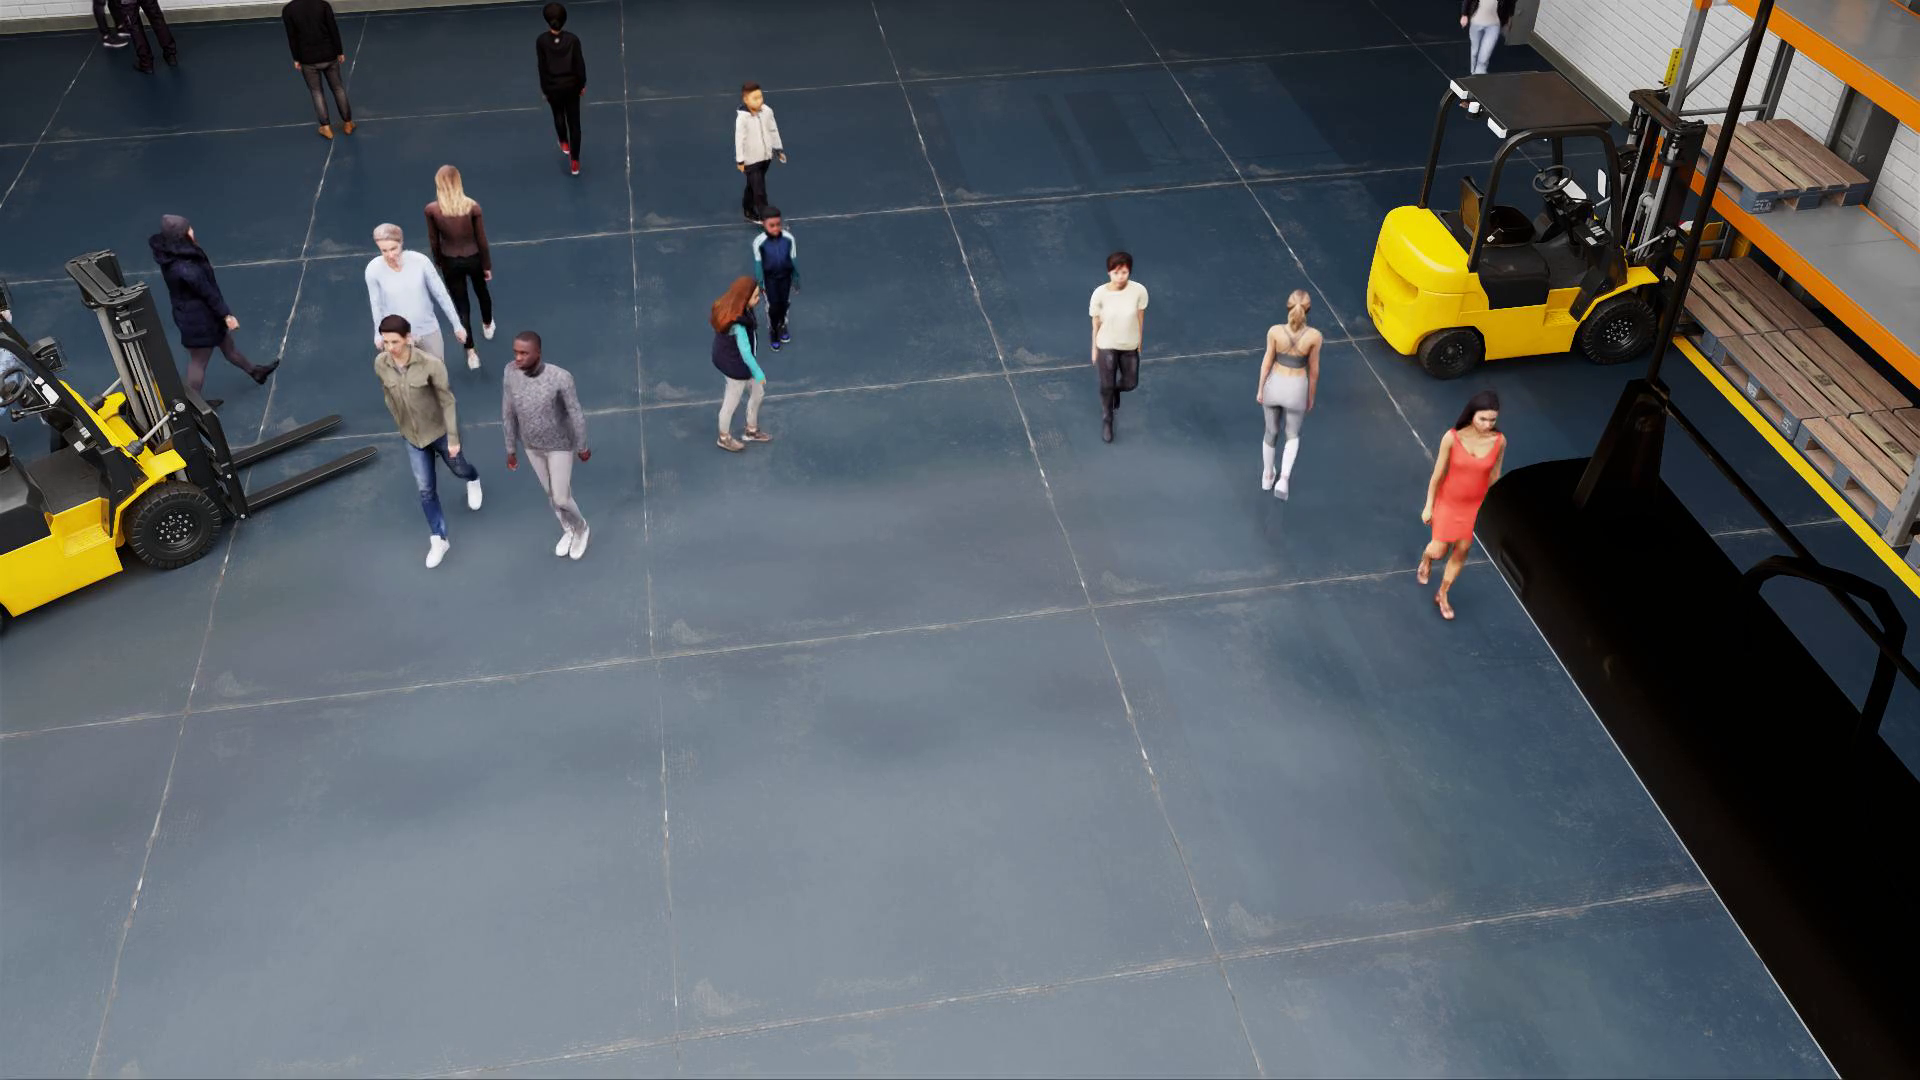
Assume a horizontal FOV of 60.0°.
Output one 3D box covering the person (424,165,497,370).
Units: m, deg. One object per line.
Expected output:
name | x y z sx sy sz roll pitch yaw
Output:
person | -4.008 -2.161 13.398 0.650 1.668 1.114 -9 39 -11

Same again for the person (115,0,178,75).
person | -9.017 -6.062 18.085 0.806 1.915 0.784 31 48 33

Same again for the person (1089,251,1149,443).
person | 1.188 -1.502 12.649 0.632 1.573 0.733 -2 39 -3

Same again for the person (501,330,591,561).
person | -2.778 -0.701 11.447 0.802 1.821 0.812 13 41 16

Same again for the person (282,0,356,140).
person | -6.501 -4.922 16.812 0.709 1.722 0.639 -18 42 -22

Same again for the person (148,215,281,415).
person | -5.948 -1.694 12.841 1.035 1.632 1.083 -27 46 -29

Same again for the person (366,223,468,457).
person | -4.134 -1.591 12.533 0.937 1.857 1.018 -18 42 -21

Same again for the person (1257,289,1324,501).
person | 2.327 -0.992 11.916 0.759 1.690 0.923 8 39 10

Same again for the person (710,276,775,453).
person | -1.729 -1.332 12.517 0.737 1.471 0.660 2 39 3

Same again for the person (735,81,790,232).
person | -1.936 -3.550 15.331 0.941 1.425 0.886 23 44 26

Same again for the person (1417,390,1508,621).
person | 3.294 -0.278 11.006 0.659 1.709 0.776 0 39 -1

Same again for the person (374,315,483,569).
person | -3.651 -0.812 11.569 0.921 1.842 1.270 1 39 2

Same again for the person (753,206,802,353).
person | -1.531 -2.225 13.815 0.545 1.246 0.599 -14 41 -16

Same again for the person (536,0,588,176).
person | -3.845 -4.361 16.167 0.609 1.650 0.935 -8 39 -9

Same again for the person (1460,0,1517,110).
person | 5.536 -5.464 17.428 1.112 1.800 1.271 15 41 18
